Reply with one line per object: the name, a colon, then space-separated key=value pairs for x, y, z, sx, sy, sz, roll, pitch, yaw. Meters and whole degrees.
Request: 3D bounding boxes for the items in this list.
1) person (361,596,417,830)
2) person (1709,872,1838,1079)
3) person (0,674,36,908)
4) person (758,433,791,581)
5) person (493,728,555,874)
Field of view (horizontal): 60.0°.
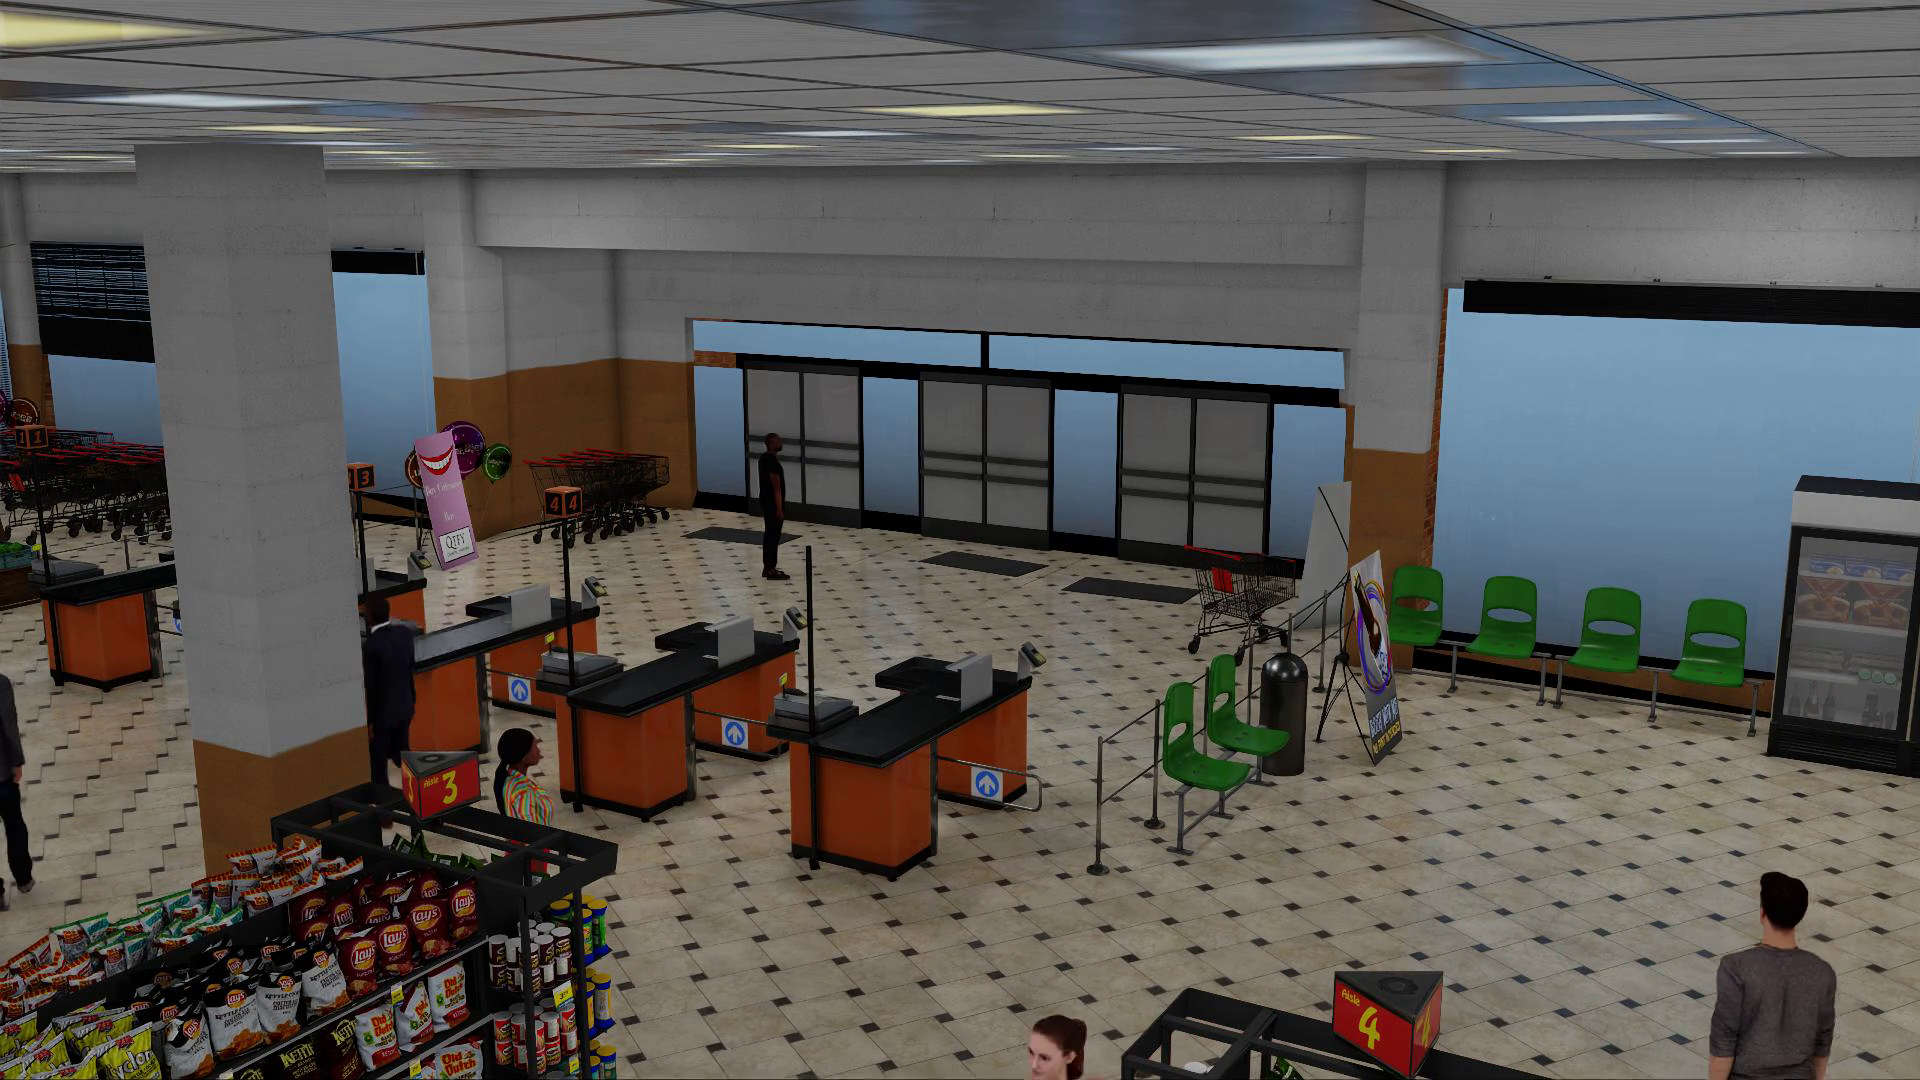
person: x=-4.181 y=1.311 z=12.347 sx=0.798 sy=1.803 sz=0.911 roll=5 pitch=13 yaw=24
person: x=3.448 y=2.402 z=7.050 sx=1.022 sy=1.852 sz=1.310 roll=2 pitch=12 yaw=7
person: x=-6.506 y=1.558 z=11.119 sx=0.846 sy=1.827 sz=0.928 roll=-3 pitch=12 yaw=-14
person: x=-2.317 y=-0.424 z=20.551 sx=0.776 sy=1.819 sz=0.740 roll=-4 pitch=13 yaw=-20
person: x=-2.469 y=1.925 z=9.456 sx=0.669 sy=1.793 sz=0.672 roll=-8 pitch=14 yaw=-34
